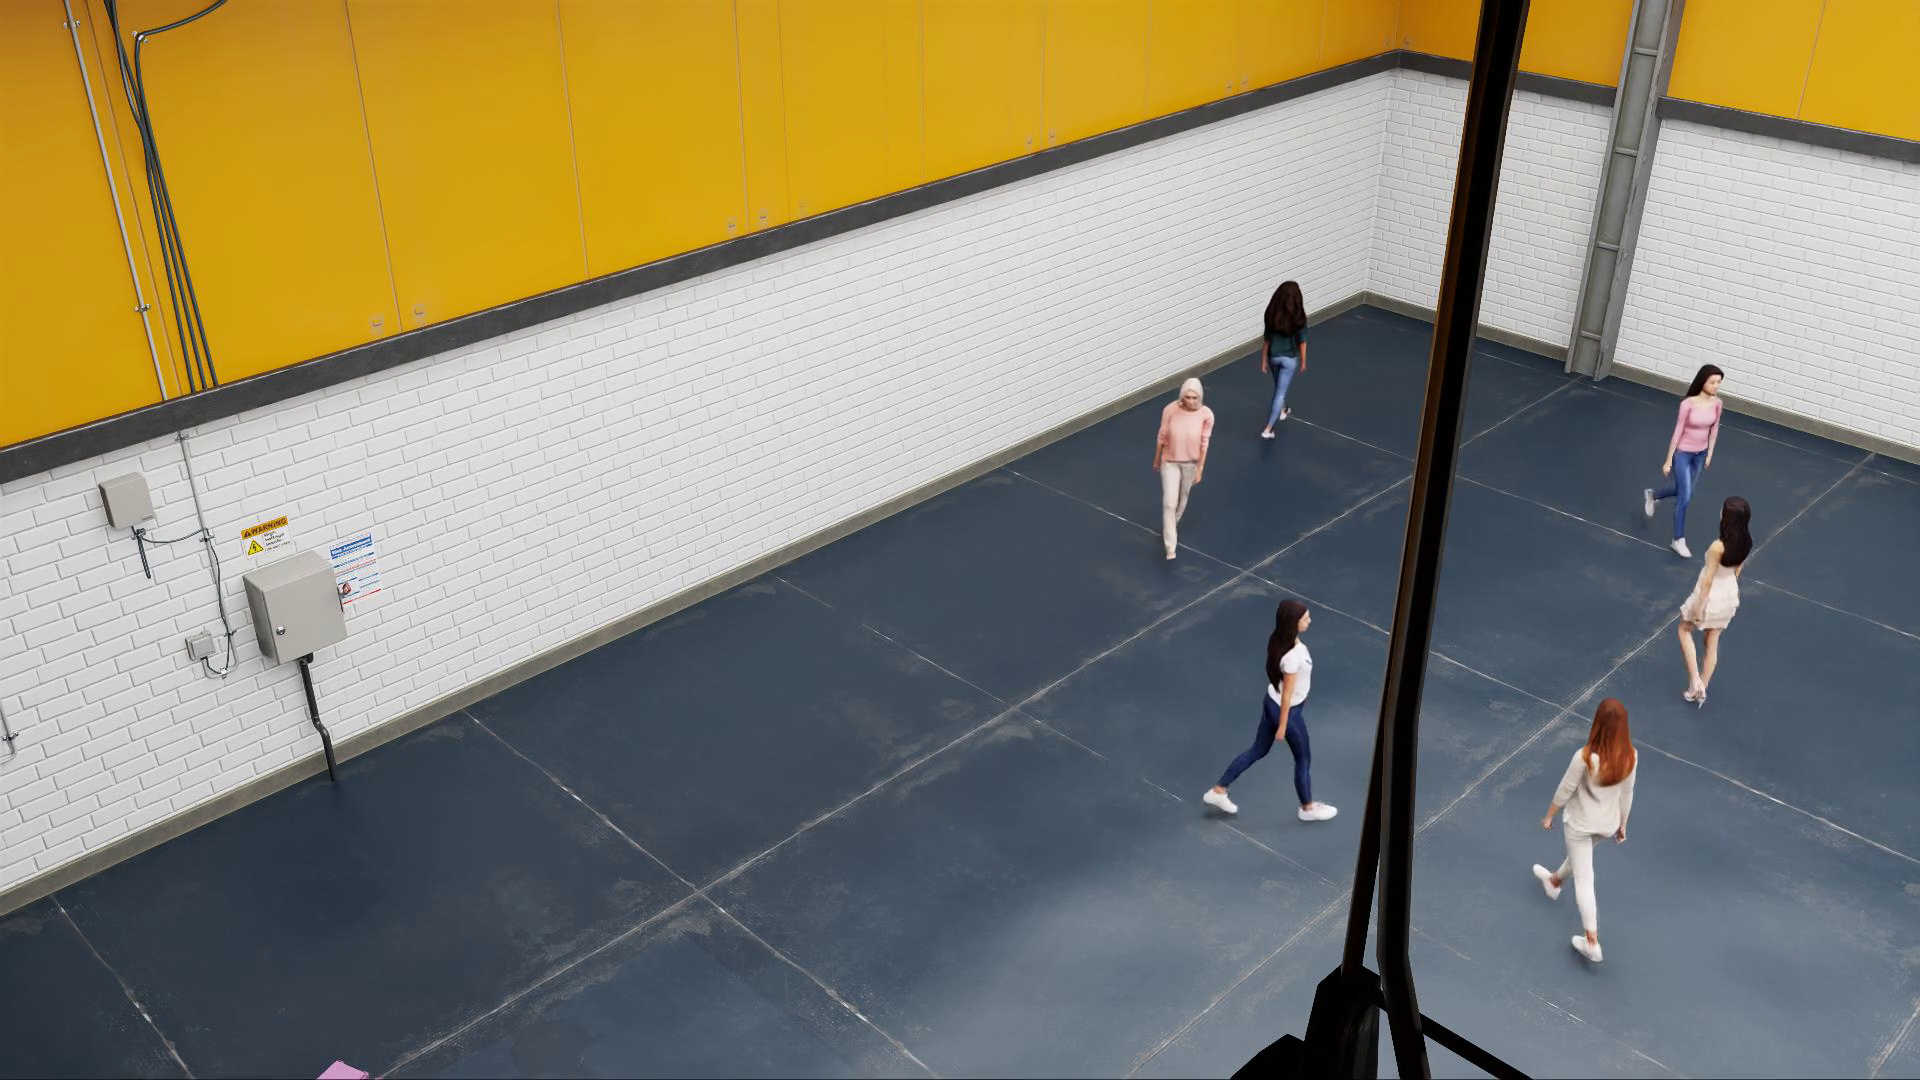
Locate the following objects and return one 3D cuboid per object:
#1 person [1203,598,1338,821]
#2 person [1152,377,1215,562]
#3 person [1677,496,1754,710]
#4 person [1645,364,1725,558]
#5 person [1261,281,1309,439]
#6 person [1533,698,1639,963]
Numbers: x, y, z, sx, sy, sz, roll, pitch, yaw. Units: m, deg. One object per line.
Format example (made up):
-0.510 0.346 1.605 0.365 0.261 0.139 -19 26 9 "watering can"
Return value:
2.062 1.159 11.108 1.135 1.742 1.114 -2 29 -3 "person"
1.946 -0.706 14.606 1.095 1.666 1.136 3 29 5 "person"
5.645 0.512 12.312 0.671 1.725 0.709 -9 30 -16 "person"
6.385 -0.772 14.672 0.941 1.718 1.120 -6 29 -11 "person"
3.212 -1.766 16.644 1.120 1.575 0.888 13 31 23 "person"
3.848 1.773 10.058 1.027 1.670 1.204 -5 29 -8 "person"
